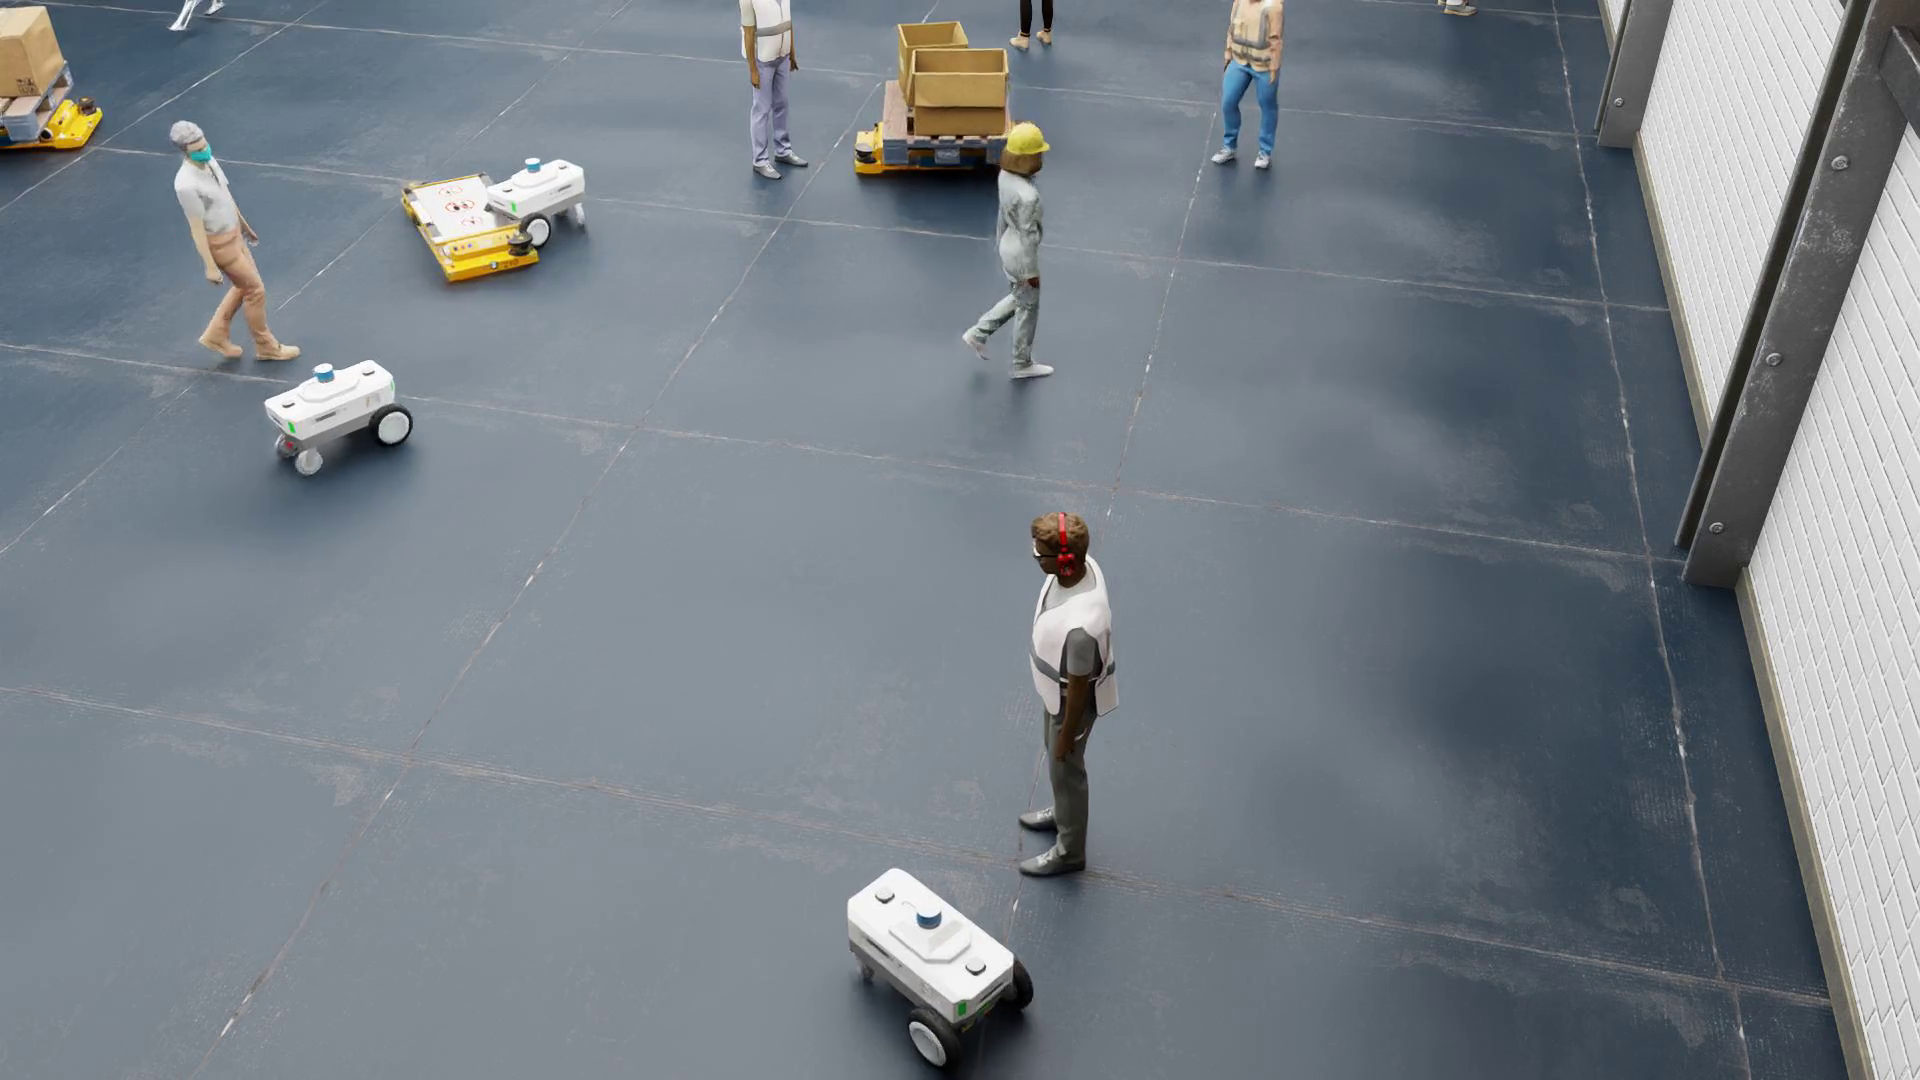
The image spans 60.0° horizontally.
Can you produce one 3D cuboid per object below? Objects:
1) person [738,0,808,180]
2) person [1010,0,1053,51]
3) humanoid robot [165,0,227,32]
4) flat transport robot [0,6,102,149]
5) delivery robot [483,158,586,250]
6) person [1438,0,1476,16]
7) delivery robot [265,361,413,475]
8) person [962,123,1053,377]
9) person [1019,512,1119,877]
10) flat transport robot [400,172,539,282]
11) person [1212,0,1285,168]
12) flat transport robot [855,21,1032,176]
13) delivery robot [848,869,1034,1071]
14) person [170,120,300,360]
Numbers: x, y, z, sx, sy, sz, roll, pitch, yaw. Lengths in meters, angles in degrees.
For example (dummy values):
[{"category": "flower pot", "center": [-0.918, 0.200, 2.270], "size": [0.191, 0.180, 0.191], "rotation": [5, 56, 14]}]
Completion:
[{"category": "person", "center": [-1.479, -3.736, 12.912], "size": [0.396, 1.838, 0.558], "rotation": [21, 42, 26]}, {"category": "person", "center": [0.677, -5.338, 15.168], "size": [0.539, 1.696, 0.316], "rotation": [-19, 41, -24]}, {"category": "humanoid robot", "center": [-7.250, -5.653, 15.577], "size": [0.555, 1.739, 1.037], "rotation": [15, 39, 19]}, {"category": "flat transport robot", "center": [-7.970, -3.422, 13.797], "size": [1.431, 0.231, 0.659], "rotation": [-6, 37, -8]}, {"category": "delivery robot", "center": [-3.150, -2.522, 12.362], "size": [0.525, 0.604, 0.776], "rotation": [26, 44, 30]}, {"category": "person", "center": [4.894, -6.013, 15.918], "size": [0.354, 1.883, 0.572], "rotation": [2, 37, 2]}, {"category": "delivery robot", "center": [-3.765, -0.786, 10.025], "size": [0.788, 0.587, 0.499], "rotation": [-30, 46, -34]}, {"category": "person", "center": [0.333, -1.767, 10.364], "size": [0.490, 1.729, 0.488], "rotation": [-8, 37, -10]}, {"category": "person", "center": [0.463, 0.652, 7.041], "size": [0.399, 1.833, 0.571], "rotation": [-2, 37, -2]}, {"category": "flat transport robot", "center": [-3.672, -2.358, 12.374], "size": [0.659, 0.231, 1.431], "rotation": [-18, 40, -23]}, {"category": "person", "center": [2.289, -3.731, 13.012], "size": [0.489, 1.696, 0.485], "rotation": [29, 46, 33]}, {"category": "flat transport robot", "center": [-0.123, -3.187, 13.484], "size": [1.431, 0.231, 0.659], "rotation": [0, 37, 0]}, {"category": "delivery robot", "center": [-0.111, 1.683, 6.712], "size": [0.747, 0.576, 0.499], "rotation": [30, 46, 34]}, {"category": "person", "center": [-4.677, -1.865, 10.505], "size": [0.559, 1.710, 0.509], "rotation": [-8, 37, -10]}]
